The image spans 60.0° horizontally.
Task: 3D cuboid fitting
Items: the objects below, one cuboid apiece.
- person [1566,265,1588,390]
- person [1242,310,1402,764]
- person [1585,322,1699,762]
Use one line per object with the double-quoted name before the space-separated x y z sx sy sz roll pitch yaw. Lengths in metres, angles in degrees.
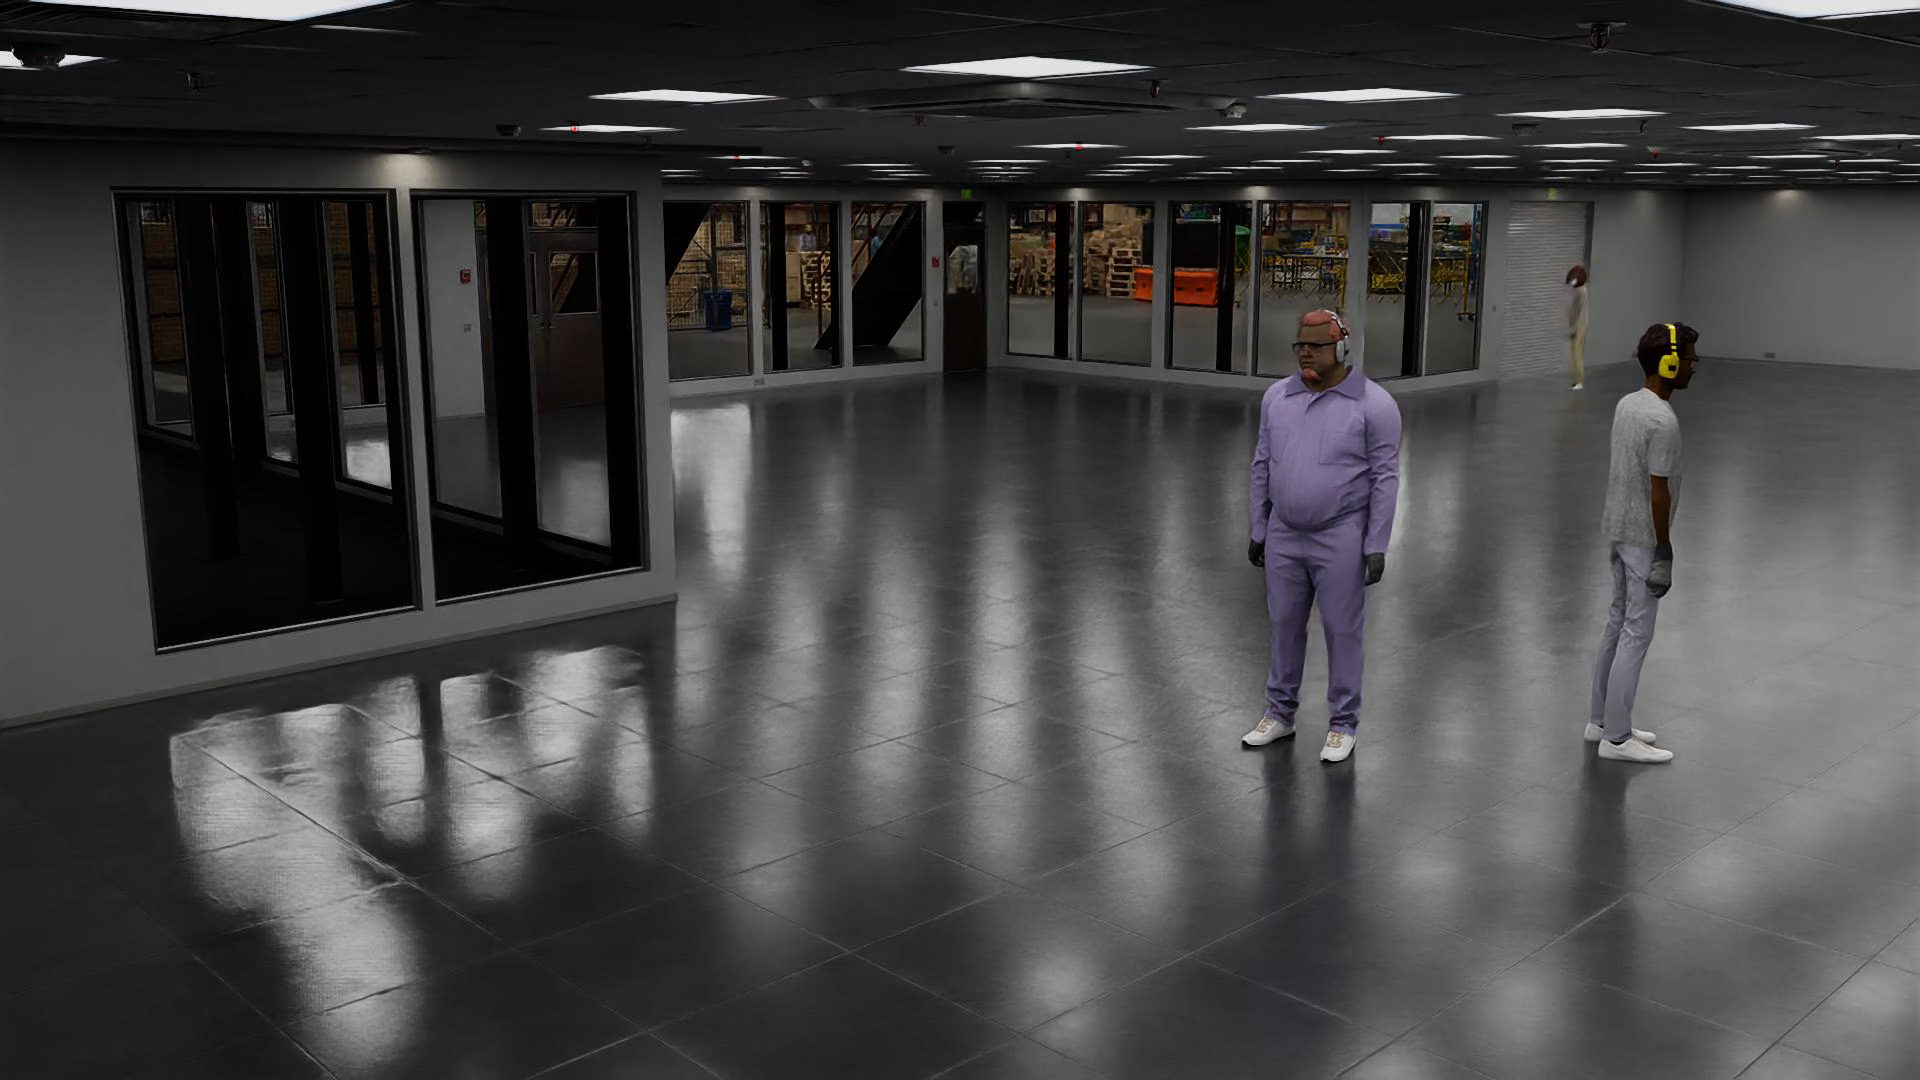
"person" 7.926 -2.747 21.472 0.348 1.607 0.656 1 11 7
"person" 1.500 -0.014 7.037 0.652 1.906 0.403 9 14 38
"person" 2.894 0.014 7.040 0.328 1.861 0.502 0 11 0
